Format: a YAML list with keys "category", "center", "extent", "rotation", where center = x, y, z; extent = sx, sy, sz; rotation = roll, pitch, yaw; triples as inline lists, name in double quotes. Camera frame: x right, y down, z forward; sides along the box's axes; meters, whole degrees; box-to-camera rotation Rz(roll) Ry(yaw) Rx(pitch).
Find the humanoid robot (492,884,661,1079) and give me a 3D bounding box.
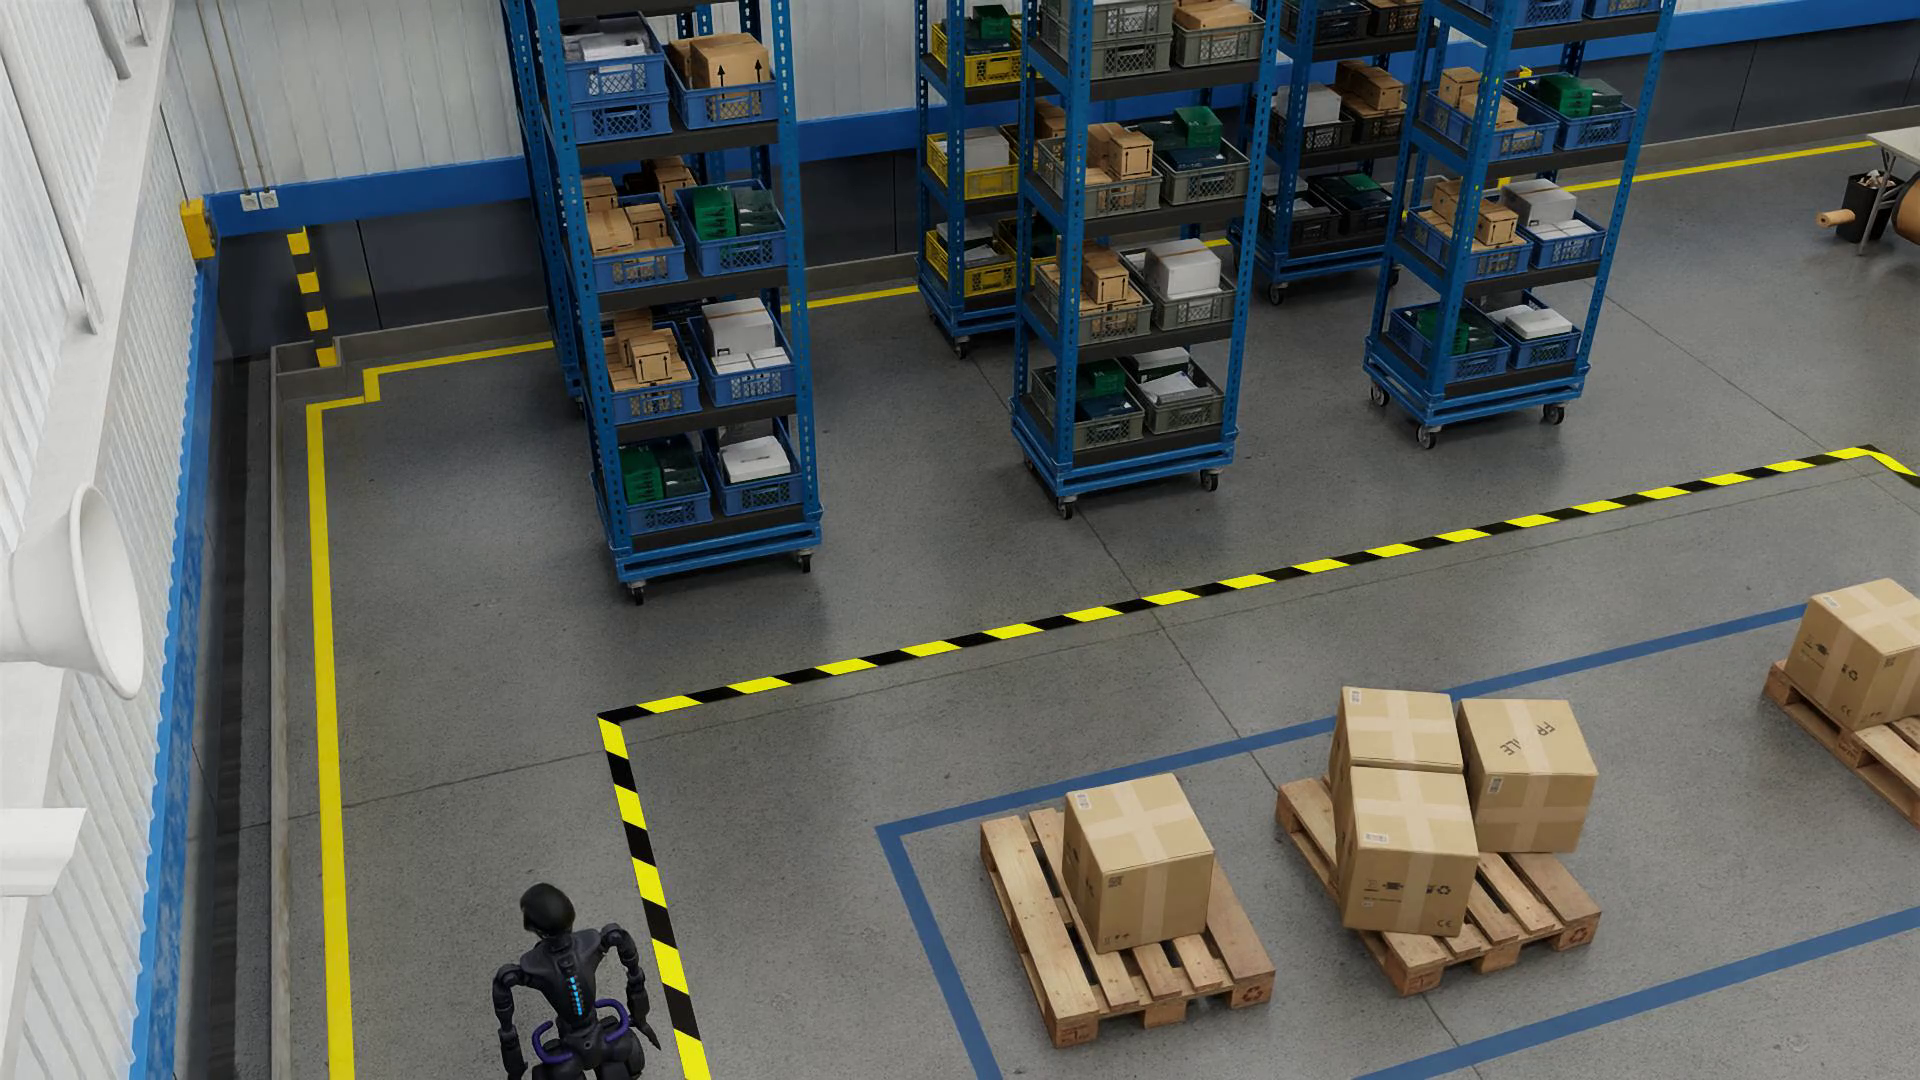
- category: "humanoid robot"
  center: [-1.402, 1.889, 6.139]
  extent: [0.599, 1.659, 0.315]
  rotation: [-18, 39, -23]
